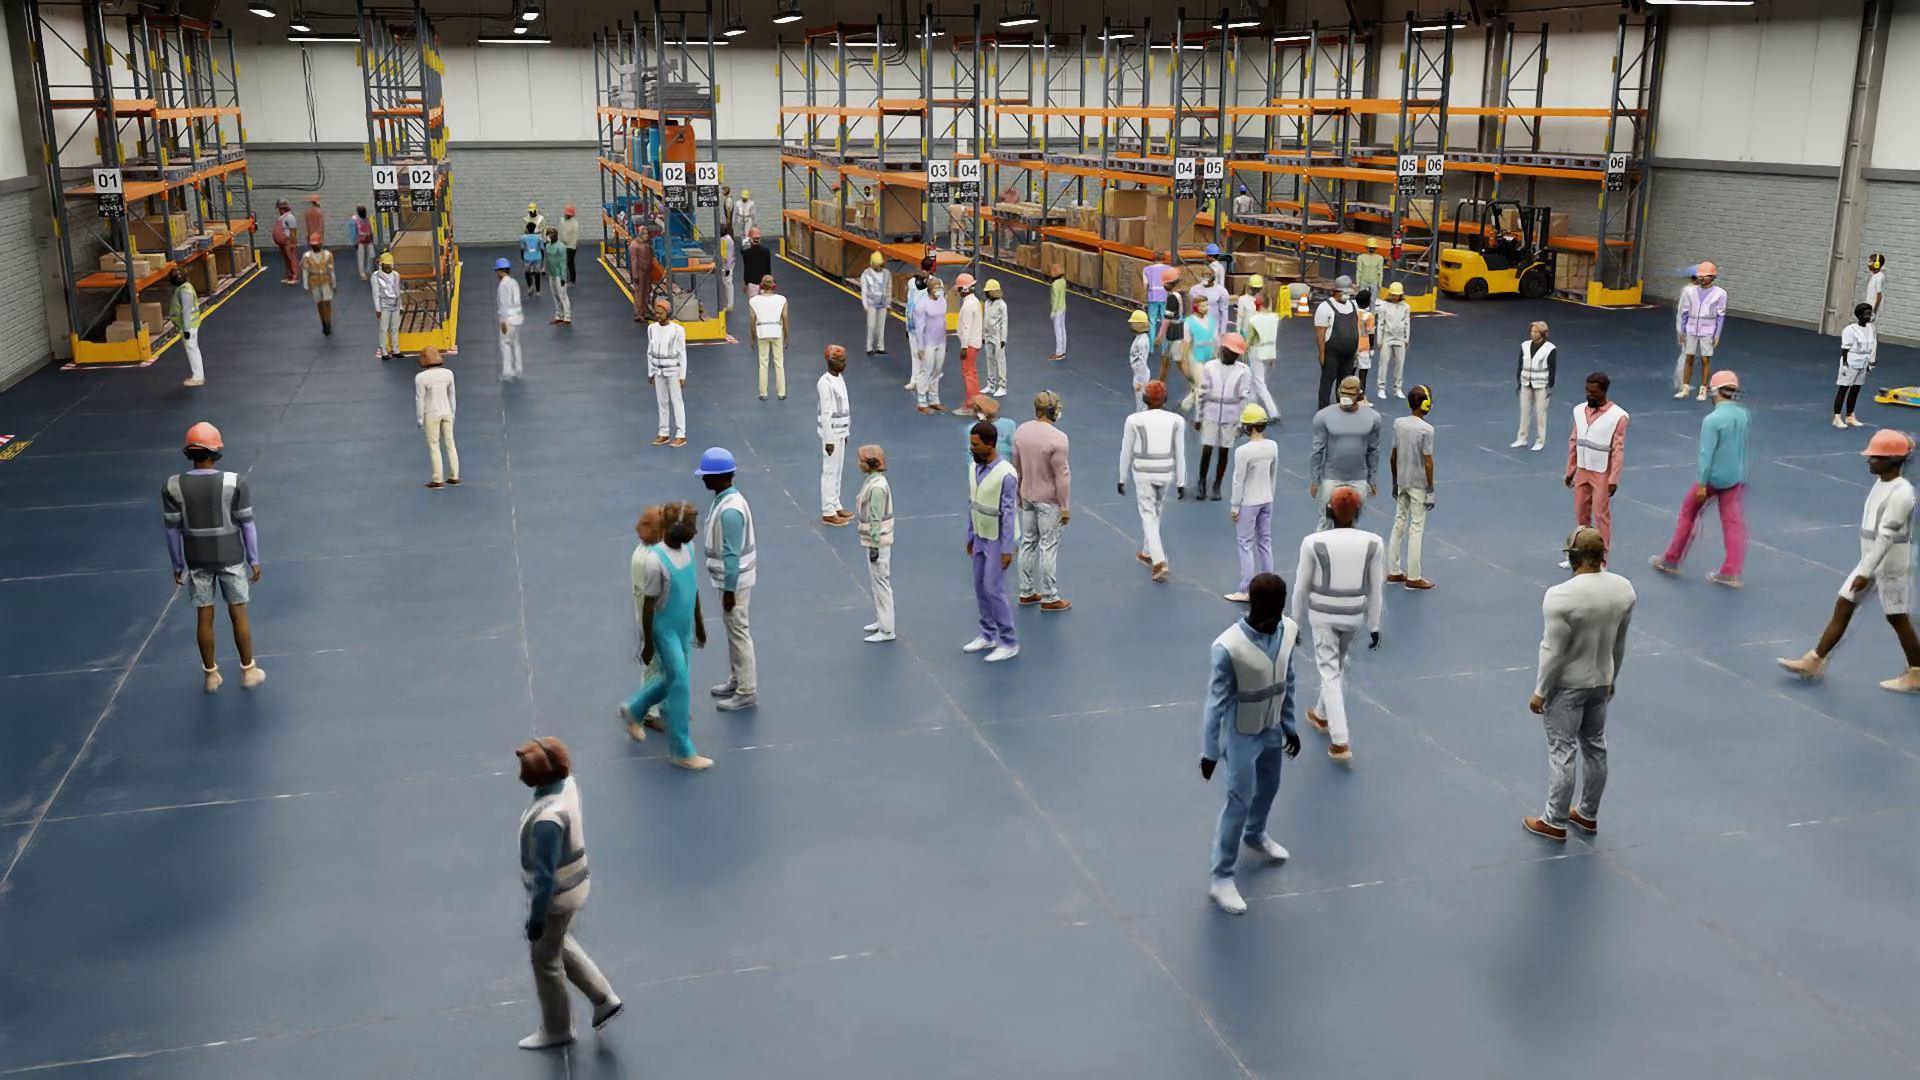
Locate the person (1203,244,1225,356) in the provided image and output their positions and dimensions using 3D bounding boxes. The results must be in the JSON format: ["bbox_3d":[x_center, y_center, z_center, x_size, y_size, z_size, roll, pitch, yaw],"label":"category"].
[{"bbox_3d":[4.330,-4.087,28.517,0.413,1.941,0.605,7,16,24],"label":"person"}]

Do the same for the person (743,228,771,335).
[{"bbox_3d":[-3.829,-4.860,31.313,0.612,1.994,0.395,-13,20,-40],"label":"person"}]

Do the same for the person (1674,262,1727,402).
[{"bbox_3d":[10.873,-3.054,24.427,0.607,2.044,0.378,14,20,41],"label":"person"}]

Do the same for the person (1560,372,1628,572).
[{"bbox_3d":[5.937,-0.631,15.576,0.411,1.907,0.600,-8,17,-26],"label":"person"}]

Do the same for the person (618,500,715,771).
[{"bbox_3d":[-1.993,0.606,11.115,0.780,1.812,0.514,6,16,20],"label":"person"}]

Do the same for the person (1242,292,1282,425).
[{"bbox_3d":[4.129,-2.474,22.787,0.577,1.825,0.912,-13,20,-40],"label":"person"}]

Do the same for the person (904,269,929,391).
[{"bbox_3d":[-0.592,-3.193,25.329,0.625,1.846,0.429,11,19,37],"label":"person"}]

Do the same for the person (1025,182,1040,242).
[{"bbox_3d":[2.235,-10.176,51.593,0.531,1.856,0.346,6,16,21],"label":"person"}]

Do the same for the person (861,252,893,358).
[{"bbox_3d":[-1.417,-4.043,28.605,0.586,1.809,0.464,-9,18,-32],"label":"person"}]

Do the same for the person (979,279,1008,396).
[{"bbox_3d":[0.505,-3.030,24.911,0.323,1.741,0.490,-11,19,-37],"label":"person"}]

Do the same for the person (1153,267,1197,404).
[{"bbox_3d":[3.183,-2.986,24.292,0.962,1.992,0.602,4,15,13],"label":"person"}]

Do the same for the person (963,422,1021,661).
[{"bbox_3d":[0.257,-0.003,13.226,0.394,1.911,0.600,-9,17,-29],"label":"person"}]

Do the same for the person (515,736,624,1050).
[{"bbox_3d":[-1.838,1.626,7.656,0.466,1.604,0.556,-1,15,-3],"label":"person"}]

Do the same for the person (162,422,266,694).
[{"bbox_3d":[-5.565,0.133,12.432,0.615,2.041,0.392,-3,15,-13],"label":"person"}]

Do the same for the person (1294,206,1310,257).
[{"bbox_3d":[8.853,-7.847,42.993,0.326,1.767,0.533,-11,18,-35],"label":"person"}]

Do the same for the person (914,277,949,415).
[{"bbox_3d":[-0.391,-2.745,23.462,0.354,1.936,0.635,11,19,37],"label":"person"}]

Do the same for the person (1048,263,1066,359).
[{"bbox_3d":[1.667,-3.908,28.422,0.279,1.633,0.497,6,16,21],"label":"person"}]

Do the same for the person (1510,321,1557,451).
[{"bbox_3d":[7.277,-1.951,21.050,0.310,1.638,0.523,-11,19,-36],"label":"person"}]

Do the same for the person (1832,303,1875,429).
[{"bbox_3d":[12.087,-2.353,22.447,0.531,1.698,0.320,-6,16,-22],"label":"person"}]

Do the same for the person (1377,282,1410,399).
[{"bbox_3d":[6.425,-2.956,24.653,0.494,1.730,0.324,-2,15,-6],"label":"person"}]

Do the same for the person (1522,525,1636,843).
[{"bbox_3d":[3.672,0.860,9.908,0.628,1.935,0.373,-6,16,-23],"label":"person"}]

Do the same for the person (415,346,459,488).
[{"bbox_3d":[-5.984,-1.404,19.023,0.287,1.628,0.504,11,19,36],"label":"person"}]

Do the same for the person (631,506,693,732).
[{"bbox_3d":[-2.119,0.545,11.687,0.285,1.622,0.512,5,16,19],"label":"person"}]

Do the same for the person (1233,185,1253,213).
[{"bbox_3d":[8.083,-9.171,47.631,0.612,1.943,0.400,-4,15,-15],"label":"person"}]

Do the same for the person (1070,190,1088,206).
[{"bbox_3d":[3.560,-9.609,49.675,0.573,1.730,0.556,2,15,7],"label":"person"}]

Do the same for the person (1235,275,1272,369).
[{"bbox_3d":[4.484,-3.180,25.449,0.549,1.756,0.377,3,15,11],"label":"person"}]

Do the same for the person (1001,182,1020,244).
[{"bbox_3d":[1.512,-10.084,51.239,0.660,1.866,0.863,-3,15,-11],"label":"person"}]

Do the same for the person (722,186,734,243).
[{"bbox_3d":[-6.849,-9.537,49.218,0.350,1.838,0.504,-1,15,-5],"label":"person"}]

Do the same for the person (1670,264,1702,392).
[{"bbox_3d":[11.087,-3.206,25.199,0.447,1.928,0.619,7,16,24],"label":"person"}]

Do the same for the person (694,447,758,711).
[{"bbox_3d":[-1.692,0.274,12.110,0.421,1.936,0.609,-4,15,-15],"label":"person"}]

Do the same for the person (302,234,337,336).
[{"bbox_3d":[-12.041,-4.791,31.256,0.573,1.879,0.997,-4,15,-14],"label":"person"}]

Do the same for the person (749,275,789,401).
[{"bbox_3d":[-2.799,-2.964,24.465,0.574,1.845,0.384,-2,15,-7],"label":"person"}]

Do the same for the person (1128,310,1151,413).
[{"bbox_3d":[2.281,-2.066,21.279,0.303,1.745,0.483,1,15,5],"label":"person"}]

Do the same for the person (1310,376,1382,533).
[{"bbox_3d":[3.511,-0.550,15.205,0.633,1.936,0.353,0,15,0],"label":"person"}]

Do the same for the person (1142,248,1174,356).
[{"bbox_3d":[3.425,-4.110,28.773,0.565,1.847,0.396,0,15,-1],"label":"person"}]

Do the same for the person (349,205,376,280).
[{"bbox_3d":[-14.634,-7.288,40.772,0.432,1.823,0.674,10,18,34],"label":"person"}]

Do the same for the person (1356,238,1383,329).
[{"bbox_3d":[7.893,-4.947,32.100,0.518,1.757,0.338,1,15,4],"label":"person"}]

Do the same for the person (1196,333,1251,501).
[{"bbox_3d":[2.886,-1.343,18.263,0.586,1.897,0.510,4,15,14],"label":"person"}]

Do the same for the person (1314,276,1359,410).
[{"bbox_3d":[5.204,-2.627,22.823,0.686,2.000,0.535,-8,17,-27],"label":"person"}]
